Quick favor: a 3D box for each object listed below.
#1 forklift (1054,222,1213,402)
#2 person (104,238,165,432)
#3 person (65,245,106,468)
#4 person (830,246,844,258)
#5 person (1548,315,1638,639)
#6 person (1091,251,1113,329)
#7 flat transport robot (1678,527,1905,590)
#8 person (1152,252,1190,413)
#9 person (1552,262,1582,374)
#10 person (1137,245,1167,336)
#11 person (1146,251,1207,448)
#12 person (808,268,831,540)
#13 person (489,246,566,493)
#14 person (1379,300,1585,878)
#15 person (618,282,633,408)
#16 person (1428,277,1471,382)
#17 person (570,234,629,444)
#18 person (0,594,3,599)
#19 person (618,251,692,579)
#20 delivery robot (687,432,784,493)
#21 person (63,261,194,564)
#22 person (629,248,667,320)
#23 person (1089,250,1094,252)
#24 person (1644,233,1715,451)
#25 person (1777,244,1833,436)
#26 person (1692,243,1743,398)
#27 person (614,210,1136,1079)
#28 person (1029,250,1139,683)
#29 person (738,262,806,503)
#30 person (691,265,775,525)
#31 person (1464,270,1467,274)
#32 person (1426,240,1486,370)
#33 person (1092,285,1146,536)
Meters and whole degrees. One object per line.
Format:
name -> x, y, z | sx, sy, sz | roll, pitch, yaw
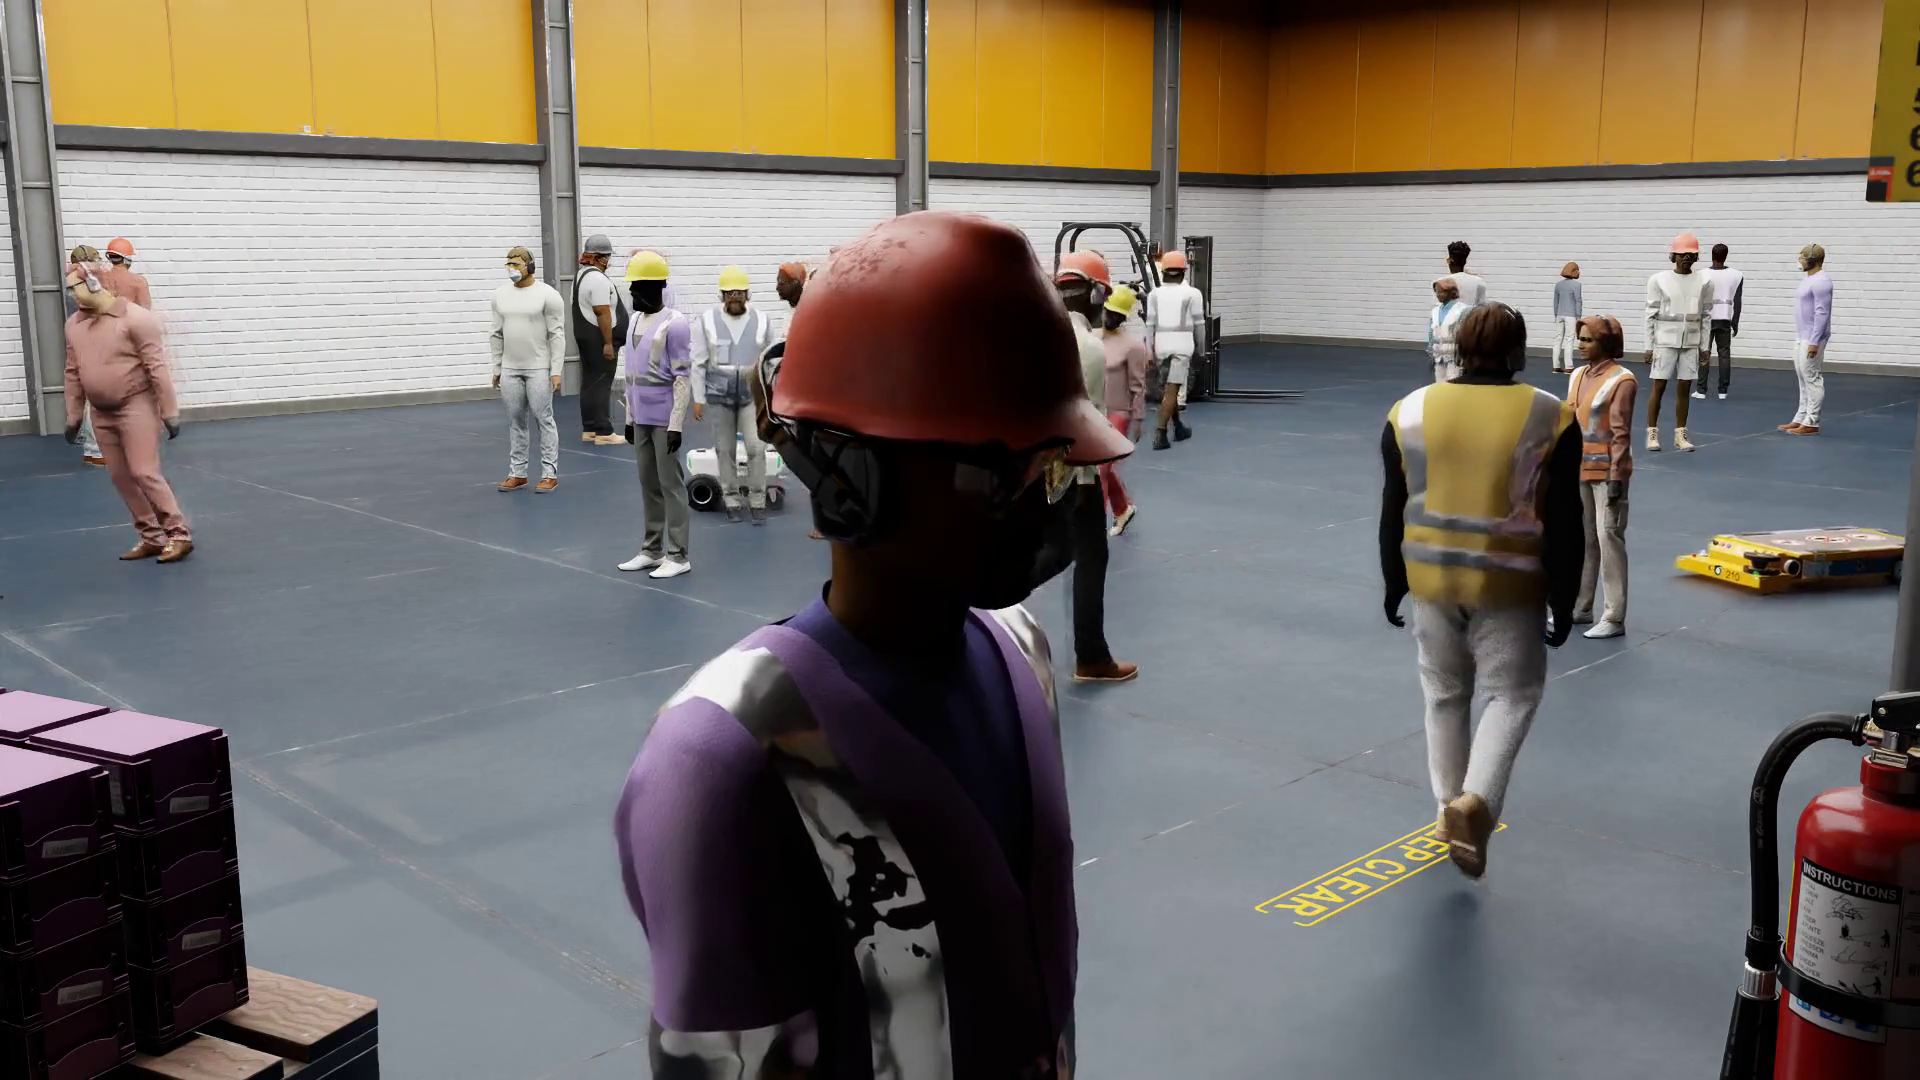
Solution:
forklift -> 1.935, -2.847, 20.651 | 2.313, 2.155, 1.214 | 2, 11, 13
person -> -8.477, -2.065, 16.928 | 0.612, 1.995, 0.382 | 0, 10, 3
person -> -7.562, -1.596, 14.524 | 0.368, 1.940, 0.632 | -8, 13, -38
person -> -1.405, -2.489, 19.502 | 0.639, 1.902, 0.407 | 10, 14, 43
person -> 3.226, -0.322, 8.432 | 0.318, 1.630, 0.512 | -2, 11, -13
person -> 1.539, -2.371, 19.020 | 0.544, 1.845, 0.394 | 8, 13, 36
flat transport robot -> 5.077, 0.095, 9.854 | 1.431, 0.197, 0.652 | -3, 11, -17
person -> 2.417, -2.350, 18.939 | 0.404, 1.828, 0.592 | -3, 11, -14
person -> 8.912, -3.251, 24.382 | 0.278, 1.634, 0.498 | -5, 12, -25
person -> 3.012, -3.618, 25.706 | 0.575, 1.882, 0.355 | -4, 11, -21
person -> 2.062, -1.829, 16.003 | 0.550, 1.878, 1.052 | 6, 12, 31
person -> -0.625, -0.870, 10.896 | 0.732, 1.829, 0.565 | 5, 11, 23
person -> -3.414, -1.336, 13.105 | 0.635, 1.938, 0.362 | 3, 11, 15
person -> 1.645, 0.151, 5.321 | 0.647, 1.823, 0.753 | 6, 12, 31
person -> -3.513, -2.235, 18.261 | 0.426, 1.848, 0.642 | -5, 12, -26
person -> 4.677, -1.697, 15.918 | 0.358, 1.622, 0.526 | -5, 11, -25
person -> -3.488, -1.961, 16.237 | 0.536, 2.000, 0.688 | -6, 12, -31
person -> -5.629, -0.537, 8.931 | 0.631, 1.881, 0.665 | -6, 12, -31
person -> -1.813, -0.738, 9.878 | 0.363, 1.928, 0.587 | -10, 14, -42
delivery robot -> -1.664, -0.559, 12.390 | 0.707, 0.478, 0.477 | 0, 10, -2
person -> -5.193, -0.783, 10.300 | 0.691, 1.864, 0.469 | 3, 11, 16
person -> -3.273, -2.074, 17.294 | 0.591, 1.884, 0.652 | -4, 11, -21
person -> 1.867, -3.170, 23.475 | 0.471, 1.812, 0.679 | 2, 11, 9
person -> 6.736, -1.840, 15.586 | 0.631, 2.042, 0.390 | 1, 10, 4
person -> 8.606, -2.021, 16.849 | 0.377, 1.937, 0.629 | 3, 11, 15
person -> 9.374, -2.710, 20.656 | 0.590, 1.920, 0.398 | 2, 11, 13
person -> -0.032, 0.724, 1.592 | 0.381, 2.040, 0.615 | 5, 12, 26
person -> 0.405, -0.317, 7.494 | 0.703, 1.960, 0.645 | -4, 11, -21
person -> -1.197, -1.143, 12.353 | 1.062, 1.817, 0.604 | -5, 12, -27
person -> -1.568, -0.994, 11.580 | 0.597, 1.809, 0.671 | -2, 11, -11
person -> 6.148, -2.527, 20.540 | 0.844, 1.594, 0.515 | -10, 14, -43
person -> 5.020, -2.040, 16.866 | 0.602, 1.967, 0.366 | -3, 11, -17
person -> 0.983, -0.813, 10.863 | 0.544, 1.712, 0.837 | 7, 13, 35
